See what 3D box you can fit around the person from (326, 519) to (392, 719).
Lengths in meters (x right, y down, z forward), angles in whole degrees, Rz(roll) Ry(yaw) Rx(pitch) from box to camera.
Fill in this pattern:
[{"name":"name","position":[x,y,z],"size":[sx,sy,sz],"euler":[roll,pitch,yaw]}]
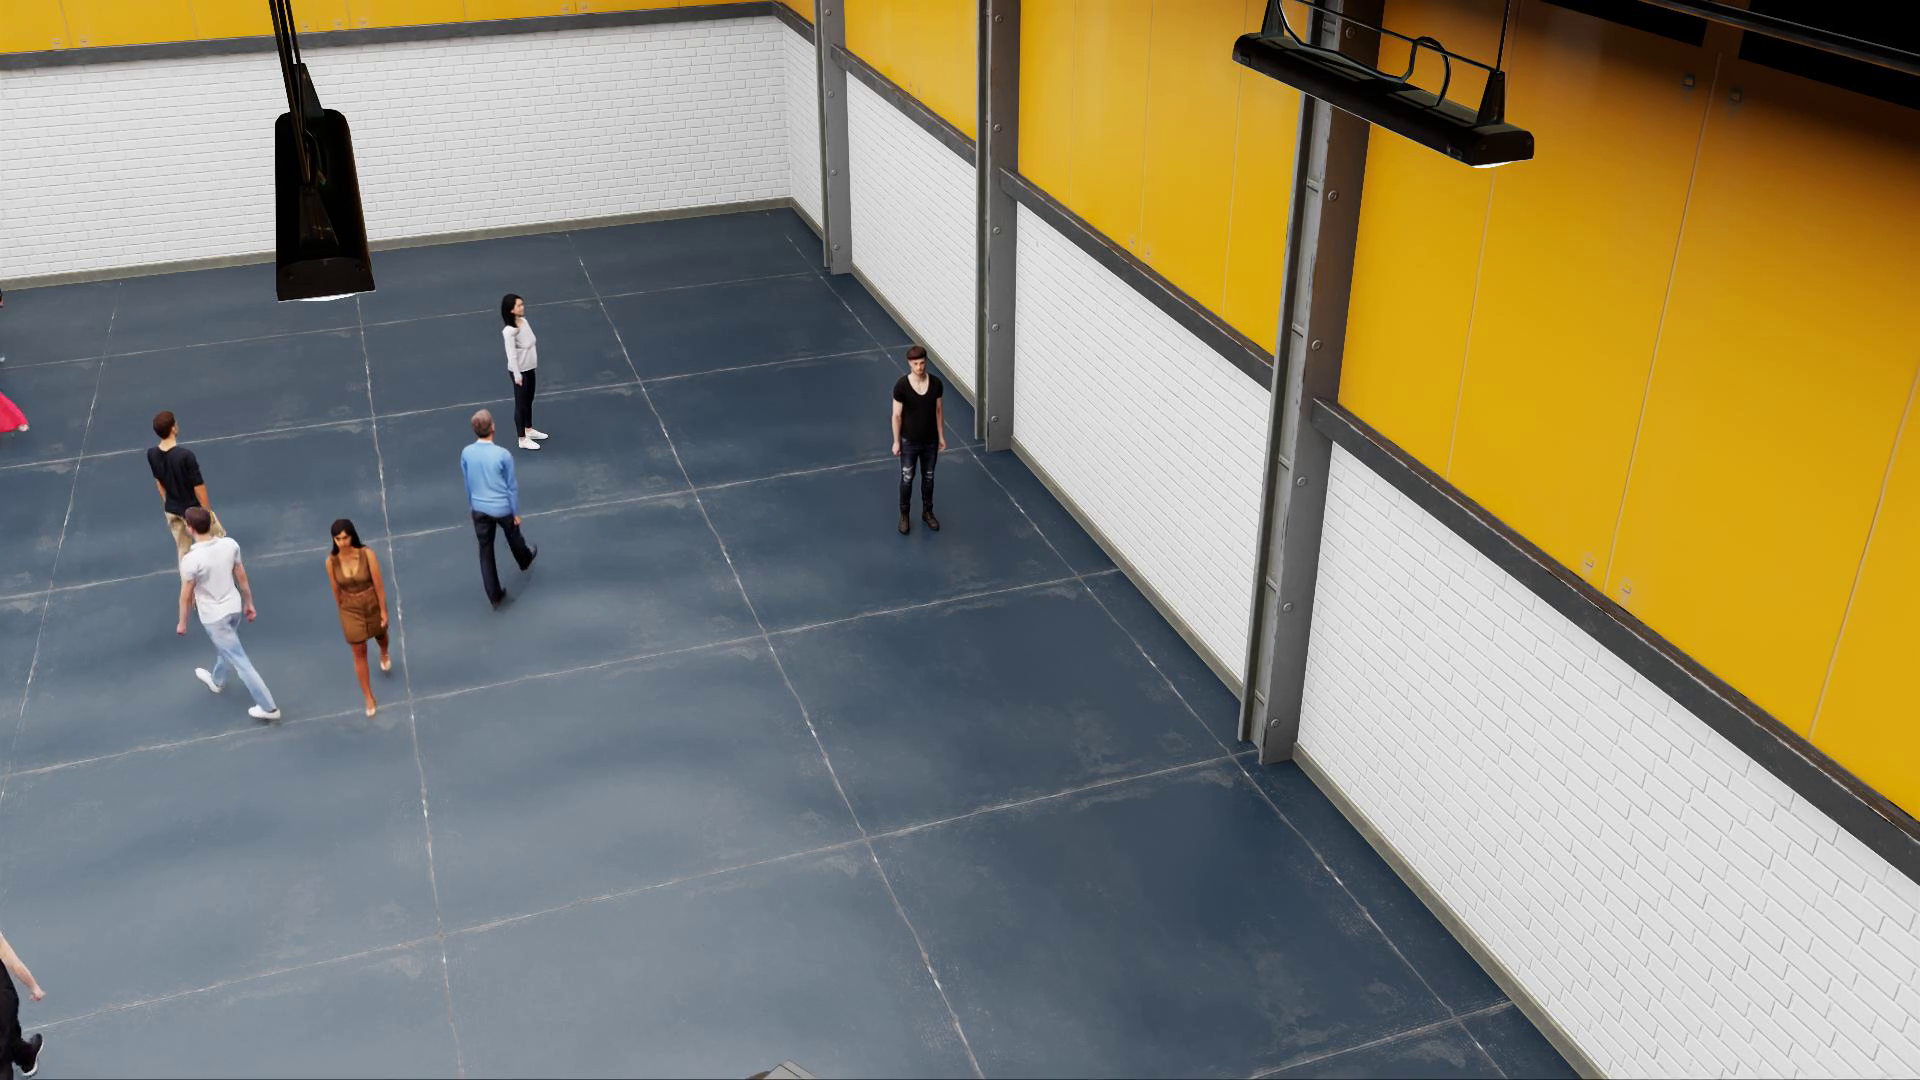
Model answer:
[{"name":"person","position":[-4.810,0.538,13.448],"size":[0.587,1.642,1.087],"euler":[-8,30,-15]}]

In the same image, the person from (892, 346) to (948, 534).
[{"name":"person","position":[-0.396,-0.985,15.976],"size":[0.697,1.895,0.560],"euler":[-8,30,-13]}]

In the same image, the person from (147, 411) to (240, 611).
[{"name":"person","position":[-6.847,-0.218,14.625],"size":[0.814,1.842,0.851],"euler":[4,29,8]}]

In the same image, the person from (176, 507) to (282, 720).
[{"name":"person","position":[-5.743,0.635,13.112],"size":[1.247,1.793,1.207],"euler":[11,31,20]}]

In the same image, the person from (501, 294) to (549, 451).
[{"name":"person","position":[-4.668,-1.813,17.699],"size":[0.763,1.699,0.646],"euler":[4,29,7]}]

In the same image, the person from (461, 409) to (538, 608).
[{"name":"person","position":[-4.171,-0.250,14.751],"size":[1.002,1.778,1.228],"euler":[3,29,5]}]
